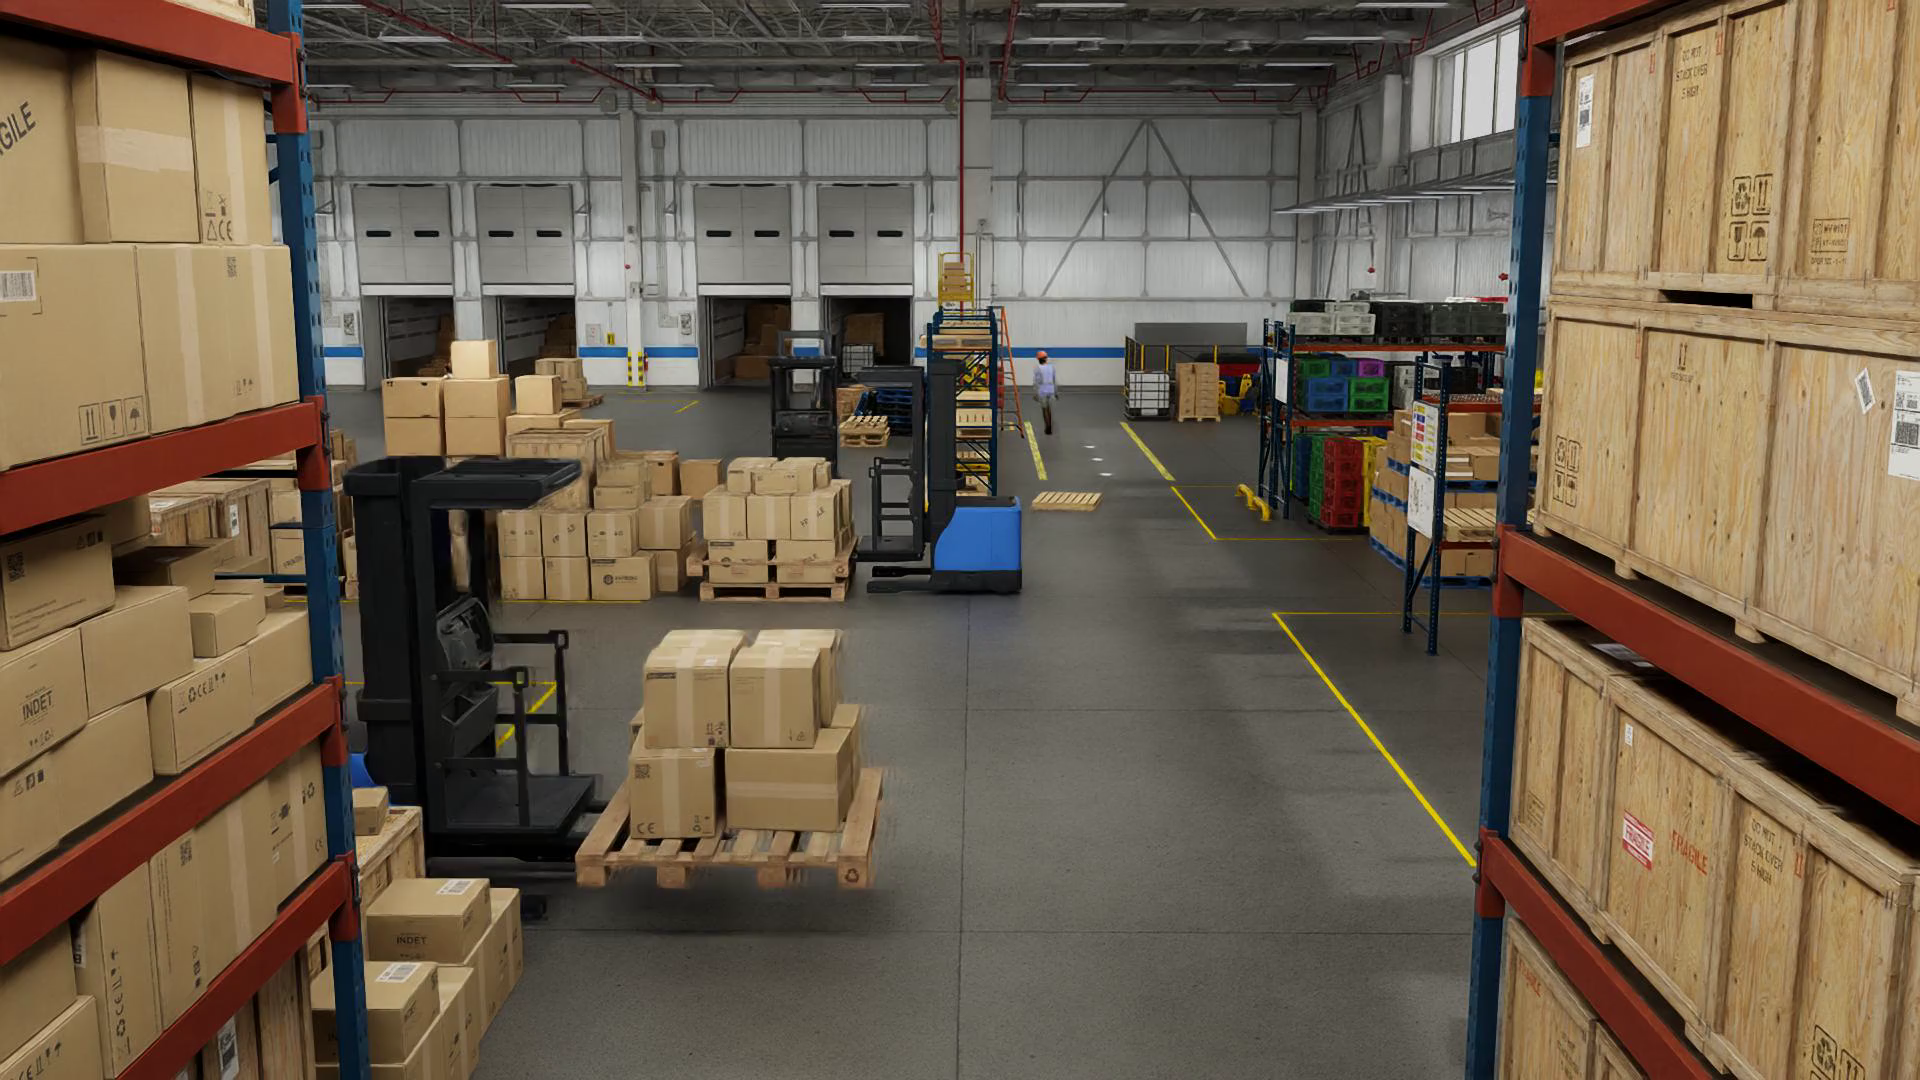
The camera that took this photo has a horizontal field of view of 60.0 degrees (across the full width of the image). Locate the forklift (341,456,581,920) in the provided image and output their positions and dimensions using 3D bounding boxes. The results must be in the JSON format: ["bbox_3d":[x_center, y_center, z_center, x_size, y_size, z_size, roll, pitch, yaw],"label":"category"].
[{"bbox_3d":[-3.506,0.892,10.557,1.873,2.768,1.129,0,10,1],"label":"forklift"}]

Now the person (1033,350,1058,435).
[{"bbox_3d":[1.908,-3.364,37.919,0.573,1.902,0.714,-4,11,-21],"label":"person"}]

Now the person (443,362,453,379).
[{"bbox_3d":[-11.570,-3.229,37.907,0.313,1.639,0.517,5,11,25],"label":"person"}]

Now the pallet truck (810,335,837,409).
[{"bbox_3d":[-3.021,-4.312,43.126,1.885,1.965,0.823,3,10,17],"label":"pallet truck"}]

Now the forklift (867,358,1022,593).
[{"bbox_3d":[-0.179,-0.808,20.365,1.873,2.768,1.129,0,10,1],"label":"forklift"}]

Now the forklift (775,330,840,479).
[{"bbox_3d":[-2.607,-2.126,27.965,1.129,2.768,1.873,0,10,-3],"label":"forklift"}]
